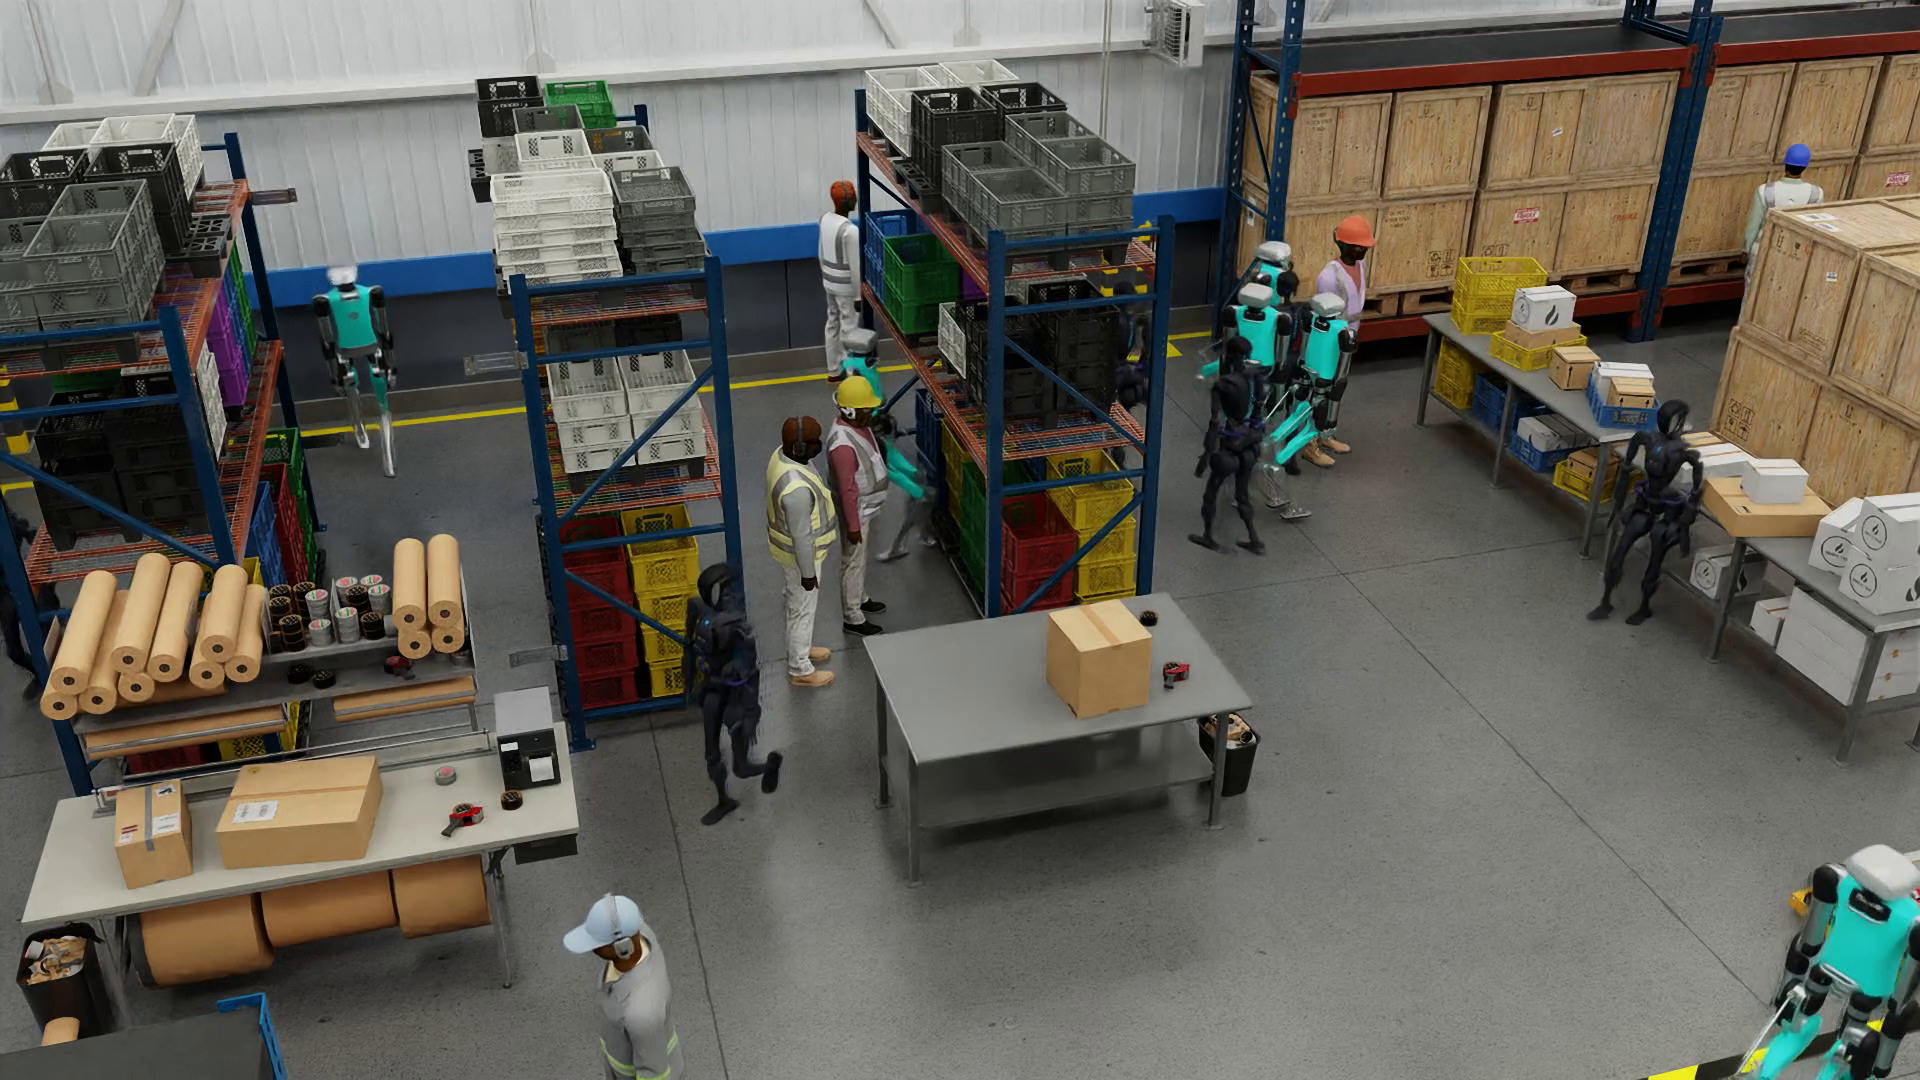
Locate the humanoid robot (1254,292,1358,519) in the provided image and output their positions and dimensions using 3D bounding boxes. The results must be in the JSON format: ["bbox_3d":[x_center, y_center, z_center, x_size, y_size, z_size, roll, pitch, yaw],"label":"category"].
[{"bbox_3d":[2.466,-0.962,12.281,0.746,1.692,0.531,-14,32,-23],"label":"humanoid robot"}]

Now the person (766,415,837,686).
[{"bbox_3d":[-0.981,0.062,10.430,0.431,1.836,0.617,-6,29,-11],"label":"person"}]

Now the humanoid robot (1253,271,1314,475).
[{"bbox_3d":[2.547,-1.306,13.094,0.612,1.642,0.496,-13,31,-22],"label":"humanoid robot"}]

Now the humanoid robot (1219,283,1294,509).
[{"bbox_3d":[2.101,-0.964,12.414,0.536,1.802,0.764,14,32,24],"label":"humanoid robot"}]

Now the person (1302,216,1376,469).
[{"bbox_3d":[3.015,-1.582,13.199,0.385,2.045,0.605,21,35,33],"label":"person"}]

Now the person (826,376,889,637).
[{"bbox_3d":[-0.667,-0.234,10.962,0.404,1.830,0.600,1,29,3],"label":"person"}]

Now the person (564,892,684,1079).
[{"bbox_3d":[-1.297,2.135,6.634,0.384,1.851,0.588,-9,30,-16],"label":"person"}]

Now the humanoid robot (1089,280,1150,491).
[{"bbox_3d":[1.196,-1.227,12.989,0.623,1.613,0.804,-15,32,-25],"label":"humanoid robot"}]

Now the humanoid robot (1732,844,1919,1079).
[{"bbox_3d":[3.388,2.121,6.812,0.940,1.789,0.550,-16,33,-27],"label":"humanoid robot"}]

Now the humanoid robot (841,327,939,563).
[{"bbox_3d":[-0.384,-0.650,11.806,0.854,1.762,0.615,6,29,11],"label":"humanoid robot"}]

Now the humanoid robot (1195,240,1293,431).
[{"bbox_3d":[2.255,-1.586,13.624,0.759,1.865,0.534,19,34,31],"label":"humanoid robot"}]

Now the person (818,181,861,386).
[{"bbox_3d":[-1.011,-2.198,14.486,0.360,1.882,0.573,-18,34,-30],"label":"person"}]

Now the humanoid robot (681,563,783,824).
[{"bbox_3d":[-1.263,0.812,9.223,0.585,1.634,0.516,20,35,32],"label":"humanoid robot"}]

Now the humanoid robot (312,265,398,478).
[{"bbox_3d":[-4.811,-1.438,13.285,0.544,1.773,0.978,-13,31,-22],"label":"humanoid robot"}]

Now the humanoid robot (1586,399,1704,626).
[{"bbox_3d":[4.568,-0.150,10.974,0.459,1.650,0.595,-21,35,-33],"label":"humanoid robot"}]

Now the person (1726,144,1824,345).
[{"bbox_3d":[7.485,-2.664,15.265,0.613,1.946,0.387,5,29,9],"label":"person"}]

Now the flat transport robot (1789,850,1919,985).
[{"bbox_3d":[5.163,1.916,8.676,1.431,0.231,0.659,-8,30,-14],"label":"flat transport robot"}]

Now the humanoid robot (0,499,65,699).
[{"bbox_3d":[-5.732,0.303,10.163,0.589,1.646,0.409,5,29,8],"label":"humanoid robot"}]

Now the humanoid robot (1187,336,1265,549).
[{"bbox_3d":[1.974,-0.676,11.947,0.616,1.644,0.564,-22,36,-35],"label":"humanoid robot"}]
